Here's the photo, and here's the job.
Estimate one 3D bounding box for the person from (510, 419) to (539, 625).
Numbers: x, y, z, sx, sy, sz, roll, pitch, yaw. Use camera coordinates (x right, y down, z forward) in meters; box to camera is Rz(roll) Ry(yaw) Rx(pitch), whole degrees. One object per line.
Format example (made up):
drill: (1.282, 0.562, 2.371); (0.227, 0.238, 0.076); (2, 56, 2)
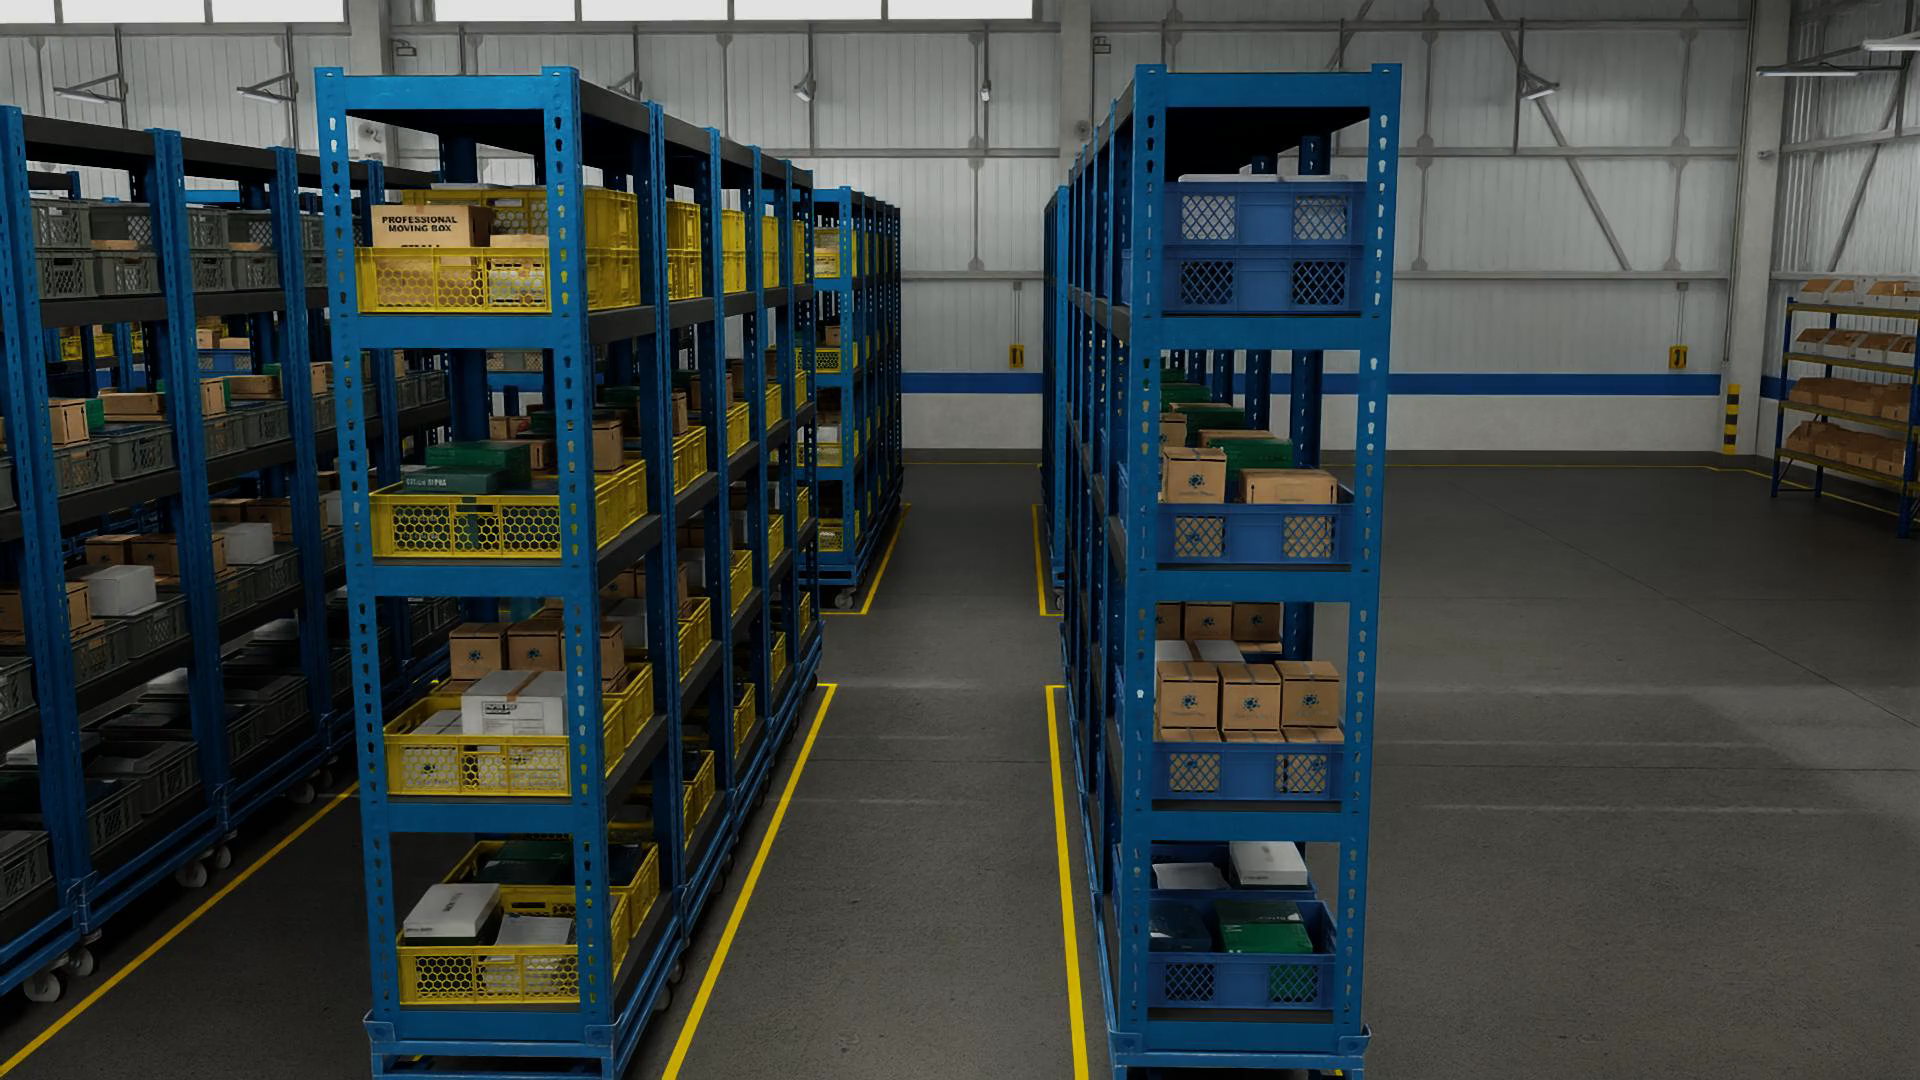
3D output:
person: (-3.203, 0.025, 12.323); (0.394, 1.839, 0.563); (0, 10, 2)
